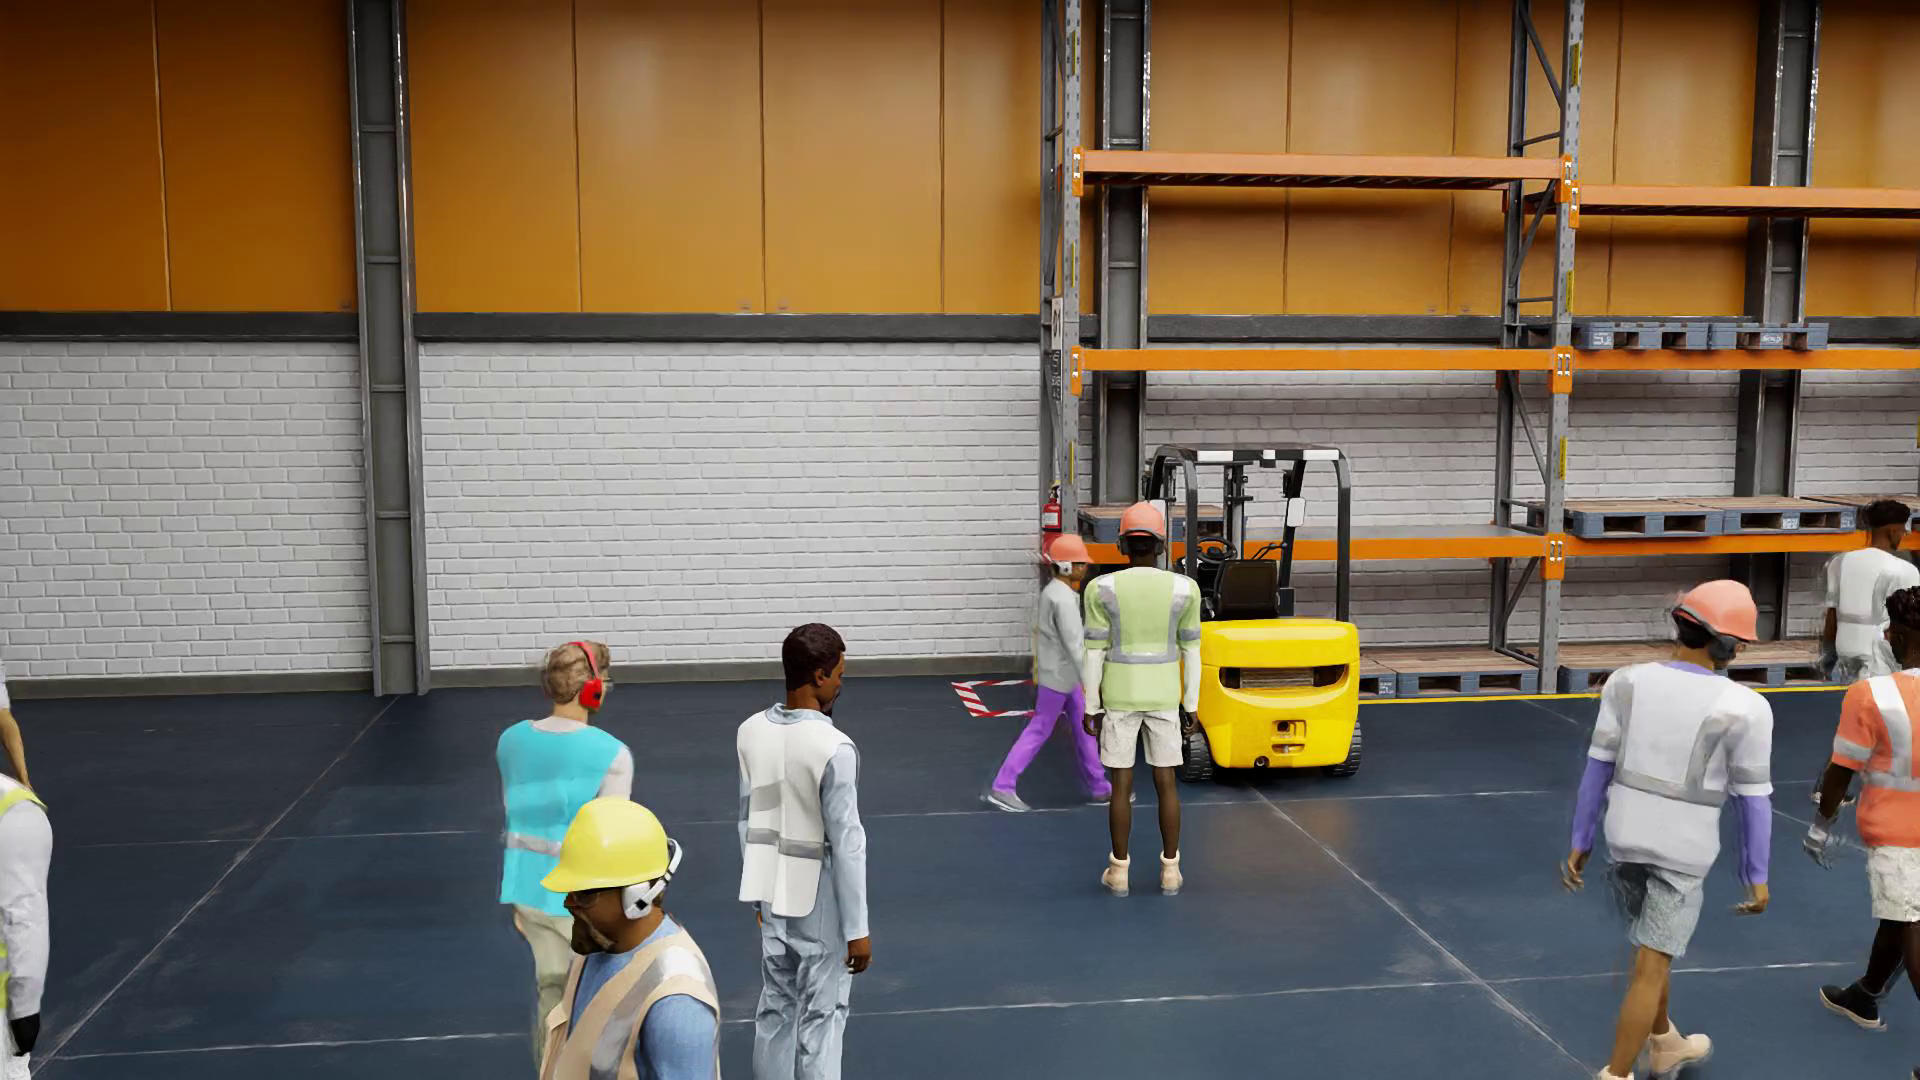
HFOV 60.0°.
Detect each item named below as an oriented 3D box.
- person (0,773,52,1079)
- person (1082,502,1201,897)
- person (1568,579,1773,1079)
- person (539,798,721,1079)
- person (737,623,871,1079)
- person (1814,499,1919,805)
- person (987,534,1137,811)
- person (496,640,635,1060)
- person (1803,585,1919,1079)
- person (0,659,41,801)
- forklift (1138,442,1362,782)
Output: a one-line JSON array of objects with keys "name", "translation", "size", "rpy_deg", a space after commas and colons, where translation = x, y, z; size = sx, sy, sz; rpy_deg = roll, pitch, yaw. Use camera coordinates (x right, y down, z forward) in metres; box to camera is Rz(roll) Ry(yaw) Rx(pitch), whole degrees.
[{"name": "person", "translation": [-2.999, 1.351, 4.925], "size": [0.631, 1.832, 0.429], "rpy_deg": [1, 7, 9]}, {"name": "person", "translation": [0.936, 0.821, 8.635], "size": [0.614, 2.038, 0.395], "rpy_deg": [0, 7, -2]}, {"name": "person", "translation": [2.634, 1.132, 6.125], "size": [0.982, 1.980, 0.638], "rpy_deg": [-5, 8, -38]}, {"name": "person", "translation": [-0.753, 1.480, 3.829], "size": [0.404, 1.824, 0.585], "rpy_deg": [-3, 7, -27]}, {"name": "person", "translation": [-0.525, 1.231, 5.594], "size": [0.392, 1.914, 0.587], "rpy_deg": [-6, 9, -43]}, {"name": "person", "translation": [5.722, 0.693, 10.387], "size": [1.046, 1.904, 0.625], "rpy_deg": [-2, 7, -17]}, {"name": "person", "translation": [0.598, 0.813, 10.169], "size": [0.914, 1.709, 0.574], "rpy_deg": [0, 7, 3]}, {"name": "person", "translation": [-1.373, 1.262, 5.743], "size": [0.557, 1.822, 0.556], "rpy_deg": [3, 7, 23]}, {"name": "person", "translation": [3.735, 1.130, 6.532], "size": [0.620, 1.911, 1.045], "rpy_deg": [-1, 7, -6]}, {"name": "person", "translation": [-4.270, 1.101, 7.148], "size": [0.804, 1.811, 0.528], "rpy_deg": [4, 8, 30]}, {"name": "forklift", "translation": [1.912, 0.418, 11.496], "size": [1.214, 2.155, 2.313], "rpy_deg": [-1, 7, -8]}]
